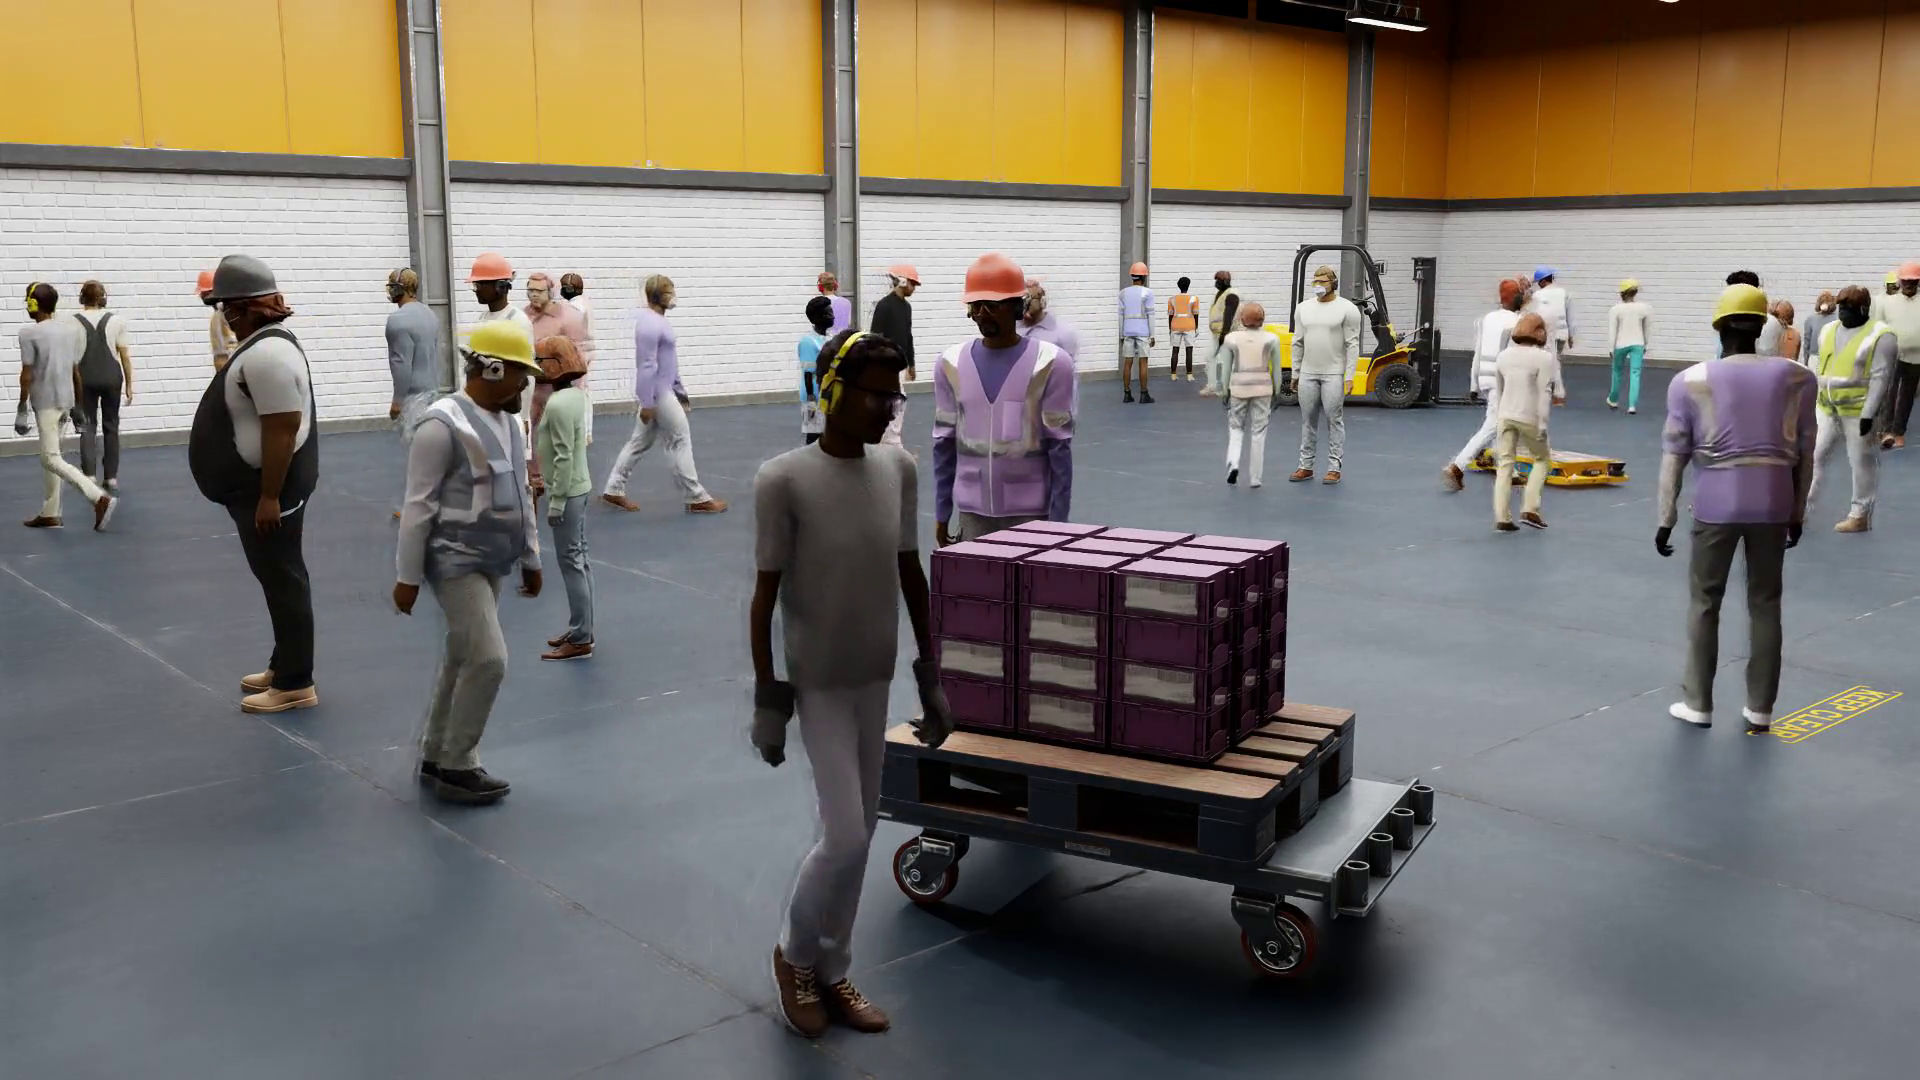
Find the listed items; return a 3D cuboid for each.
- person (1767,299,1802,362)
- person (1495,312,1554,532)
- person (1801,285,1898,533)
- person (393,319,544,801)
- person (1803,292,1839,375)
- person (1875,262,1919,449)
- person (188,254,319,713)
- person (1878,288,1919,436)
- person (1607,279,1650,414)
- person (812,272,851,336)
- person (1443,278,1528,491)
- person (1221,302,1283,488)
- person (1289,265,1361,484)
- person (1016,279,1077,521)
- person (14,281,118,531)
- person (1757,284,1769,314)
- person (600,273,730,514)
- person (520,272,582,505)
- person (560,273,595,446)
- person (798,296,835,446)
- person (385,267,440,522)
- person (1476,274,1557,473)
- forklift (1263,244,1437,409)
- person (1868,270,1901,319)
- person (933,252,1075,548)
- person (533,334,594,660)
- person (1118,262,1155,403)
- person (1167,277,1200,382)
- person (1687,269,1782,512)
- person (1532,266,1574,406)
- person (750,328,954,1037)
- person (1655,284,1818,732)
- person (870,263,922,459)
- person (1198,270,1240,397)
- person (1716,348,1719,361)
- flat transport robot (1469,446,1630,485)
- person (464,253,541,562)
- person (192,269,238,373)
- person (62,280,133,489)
[{"bbox_3d":[7.265,-1.317,14.820,0.514,1.641,0.309,-6,11,-32],"label":"person"},{"bbox_3d":[4.121,-0.854,12.194,0.479,1.608,0.506,-8,13,-39],"label":"person"},{"bbox_3d":[6.341,-0.928,12.047,0.880,1.802,0.648,-4,11,-24],"label":"person"},{"bbox_3d":[-1.827,0.077,6.216,0.577,1.787,0.611,2,10,10],"label":"person"},{"bbox_3d":[10.609,-2.243,20.405,0.514,1.593,0.850,7,12,34],"label":"person"},{"bbox_3d":[9.909,-1.914,17.413,0.618,1.944,1.008,4,10,21],"label":"person"},{"bbox_3d":[-3.150,-0.257,7.445,0.536,2.000,0.688,-4,10,-21],"label":"person"},{"bbox_3d":[10.726,-2.125,18.853,0.657,1.879,0.610,-2,10,-13],"label":"person"},{"bbox_3d":[8.651,-2.507,21.570,0.532,1.712,0.943,2,10,11],"label":"person"},{"bbox_3d":[-1.450,-2.086,18.730,0.565,1.841,0.387,-9,13,-42],"label":"person"},{"bbox_3d":[4.581,-1.330,14.337,0.943,1.848,0.584,-4,10,-22],"label":"person"},{"bbox_3d":[2.548,-1.259,14.534,0.530,1.631,0.358,3,10,16],"label":"person"},{"bbox_3d":[3.231,-1.467,14.825,0.635,1.939,0.362,7,12,36],"label":"person"},{"bbox_3d":[0.547,-0.963,12.113,0.656,1.867,0.993,4,10,21],"label":"person"},{"bbox_3d":[-6.610,-0.972,12.207,0.823,1.847,0.517,2,10,11],"label":"person"},{"bbox_3d":[9.780,-2.319,20.458,0.513,1.722,0.500,-1,10,-4],"label":"person"},{"bbox_3d":[-2.375,-1.135,13.027,1.014,1.897,0.630,-1,10,-7],"label":"person"},{"bbox_3d":[-3.408,-1.212,13.467,0.685,1.890,0.542,3,10,17],"label":"person"},{"bbox_3d":[-4.120,-1.924,17.783,0.429,1.842,0.634,0,10,1],"label":"person"},{"bbox_3d":[-1.143,-1.152,13.679,0.318,1.700,0.535,3,10,19],"label":"person"},{"bbox_3d":[-4.182,-1.107,12.717,0.374,1.941,0.627,1,10,6],"label":"person"},{"bbox_3d":[5.219,-1.556,15.607,1.004,1.847,0.660,-5,11,-28],"label":"person"},{"bbox_3d":[5.256,-2.933,22.661,2.313,2.155,1.214,3,10,16],"label":"forklift"},{"bbox_3d":[13.026,-2.858,23.315,0.593,1.824,0.403,3,10,15],"label":"person"},{"bbox_3d":[0.162,-0.144,6.804,0.604,2.039,0.401,4,10,20],"label":"person"},{"bbox_3d":[-1.997,-0.215,8.388,0.277,1.633,0.507,-1,10,-6],"label":"person"},{"bbox_3d":[2.447,-2.851,22.927,0.543,1.939,0.361,6,11,31],"label":"person"},{"bbox_3d":[3.608,-3.402,26.882,0.531,1.694,0.320,4,11,23],"label":"person"},{"bbox_3d":[6.257,-1.174,13.166,0.921,1.930,0.595,-5,11,-25],"label":"person"},{"bbox_3d":[7.974,-2.765,22.598,0.644,1.879,0.832,-3,10,-19],"label":"person"},{"bbox_3d":[-0.281,0.382,4.291,0.500,1.844,0.400,-10,14,-44],"label":"person"},{"bbox_3d":[3.299,-0.133,7.118,0.611,1.901,0.455,2,10,12],"label":"person"},{"bbox_3d":[-0.674,-1.740,16.392,0.799,1.941,0.636,3,10,18],"label":"person"},{"bbox_3d":[3.703,-2.952,23.868,0.651,1.818,0.629,-2,10,-13],"label":"person"},{"bbox_3d":[8.866,-2.036,19.062,0.548,1.629,0.365,-7,12,-37],"label":"person"},{"bbox_3d":[5.336,-0.688,15.143,0.652,0.197,1.431,-3,10,-19],"label":"flat transport robot"},{"bbox_3d":[-3.043,-0.869,11.021,0.395,2.042,0.611,-8,13,-40],"label":"person"},{"bbox_3d":[-6.525,-1.446,14.807,0.481,1.916,0.568,-7,12,-34],"label":"person"},{"bbox_3d":[-7.436,-1.329,14.354,0.534,1.817,0.453,-5,11,-29],"label":"person"}]
